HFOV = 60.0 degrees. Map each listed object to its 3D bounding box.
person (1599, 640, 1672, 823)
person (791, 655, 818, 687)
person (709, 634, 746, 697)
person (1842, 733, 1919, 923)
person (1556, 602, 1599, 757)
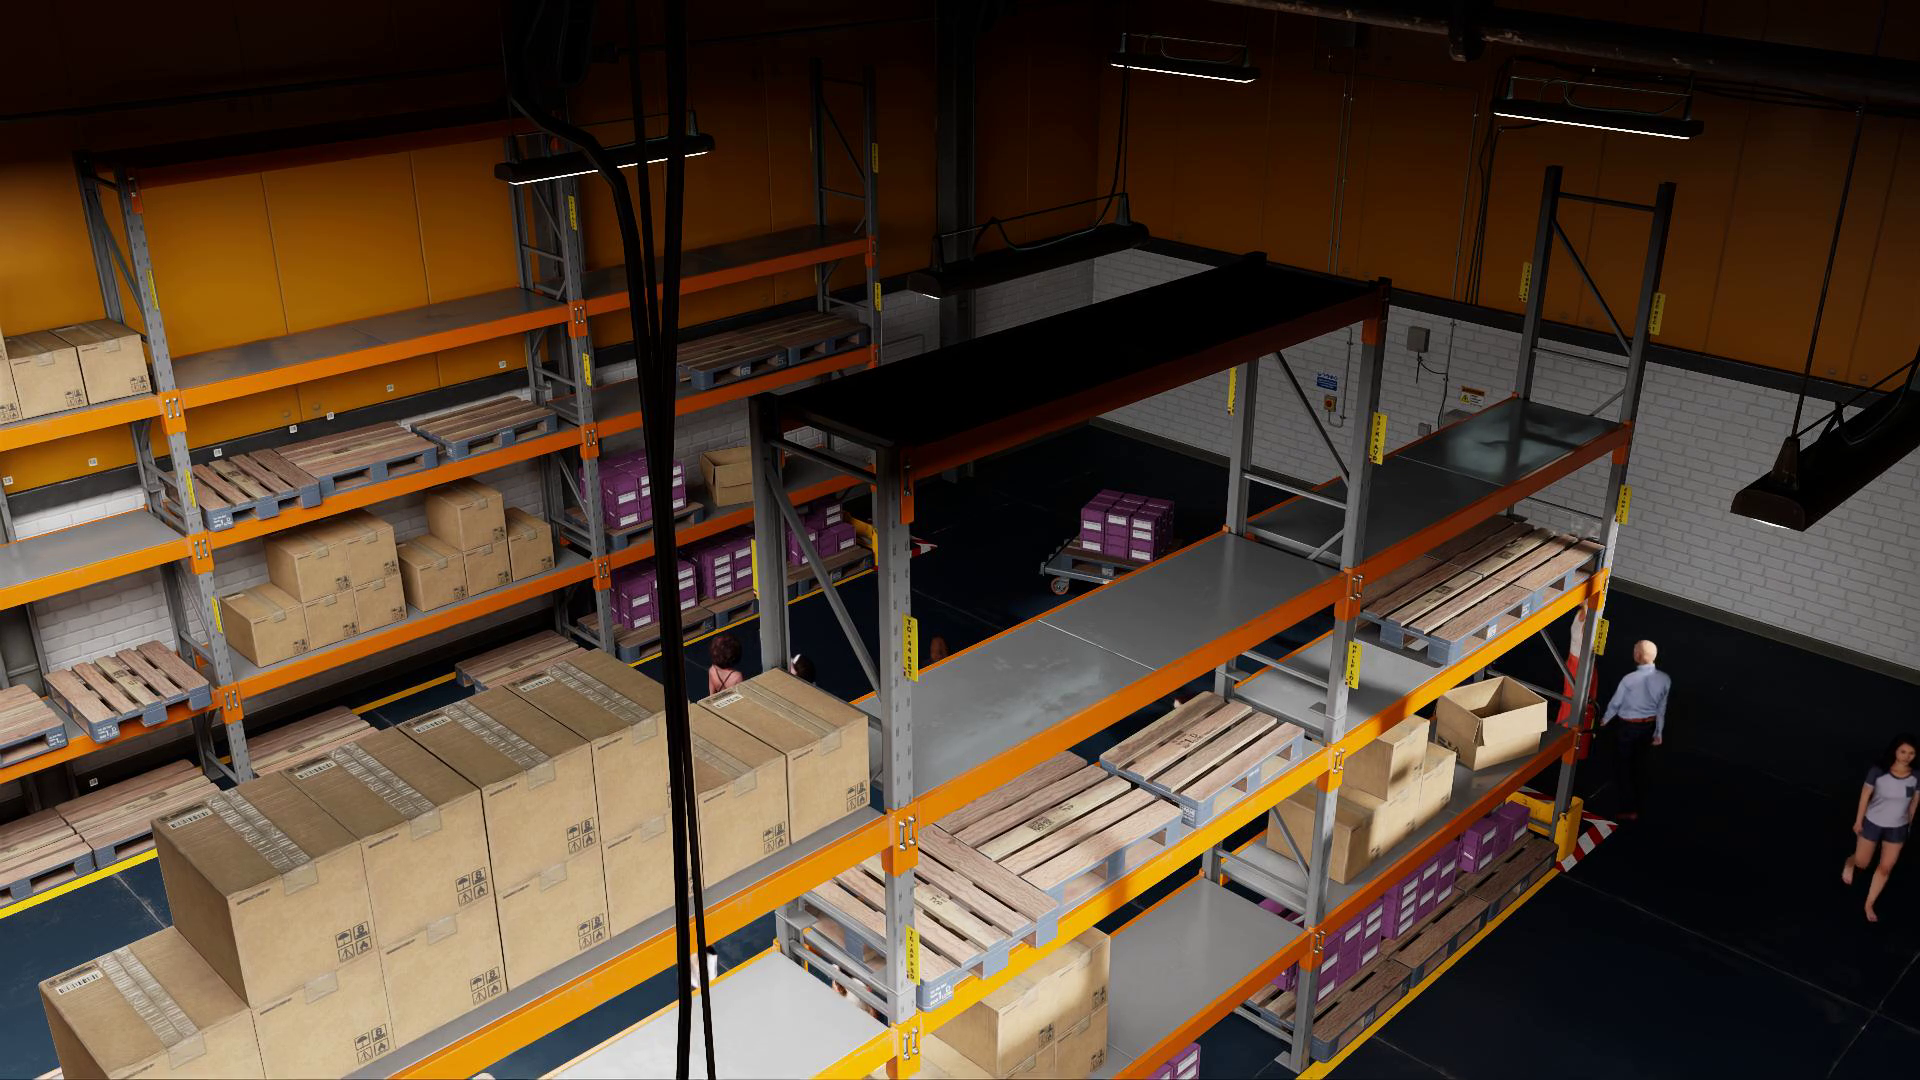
[{"bbox_3d":[6.147,1.768,15.108,0.935,1.778,0.965,-2,24,-5],"label":"person"},{"bbox_3d":[-1.376,1.843,14.885,0.897,1.818,0.820,7,24,15],"label":"person"},{"bbox_3d":[-2.107,1.681,15.293,0.636,1.789,0.638,10,26,23],"label":"person"},{"bbox_3d":[7.731,2.334,13.920,0.827,1.692,0.931,5,24,11],"label":"person"},{"bbox_3d":[6.057,1.273,16.211,0.789,1.802,0.701,4,24,10],"label":"person"}]
